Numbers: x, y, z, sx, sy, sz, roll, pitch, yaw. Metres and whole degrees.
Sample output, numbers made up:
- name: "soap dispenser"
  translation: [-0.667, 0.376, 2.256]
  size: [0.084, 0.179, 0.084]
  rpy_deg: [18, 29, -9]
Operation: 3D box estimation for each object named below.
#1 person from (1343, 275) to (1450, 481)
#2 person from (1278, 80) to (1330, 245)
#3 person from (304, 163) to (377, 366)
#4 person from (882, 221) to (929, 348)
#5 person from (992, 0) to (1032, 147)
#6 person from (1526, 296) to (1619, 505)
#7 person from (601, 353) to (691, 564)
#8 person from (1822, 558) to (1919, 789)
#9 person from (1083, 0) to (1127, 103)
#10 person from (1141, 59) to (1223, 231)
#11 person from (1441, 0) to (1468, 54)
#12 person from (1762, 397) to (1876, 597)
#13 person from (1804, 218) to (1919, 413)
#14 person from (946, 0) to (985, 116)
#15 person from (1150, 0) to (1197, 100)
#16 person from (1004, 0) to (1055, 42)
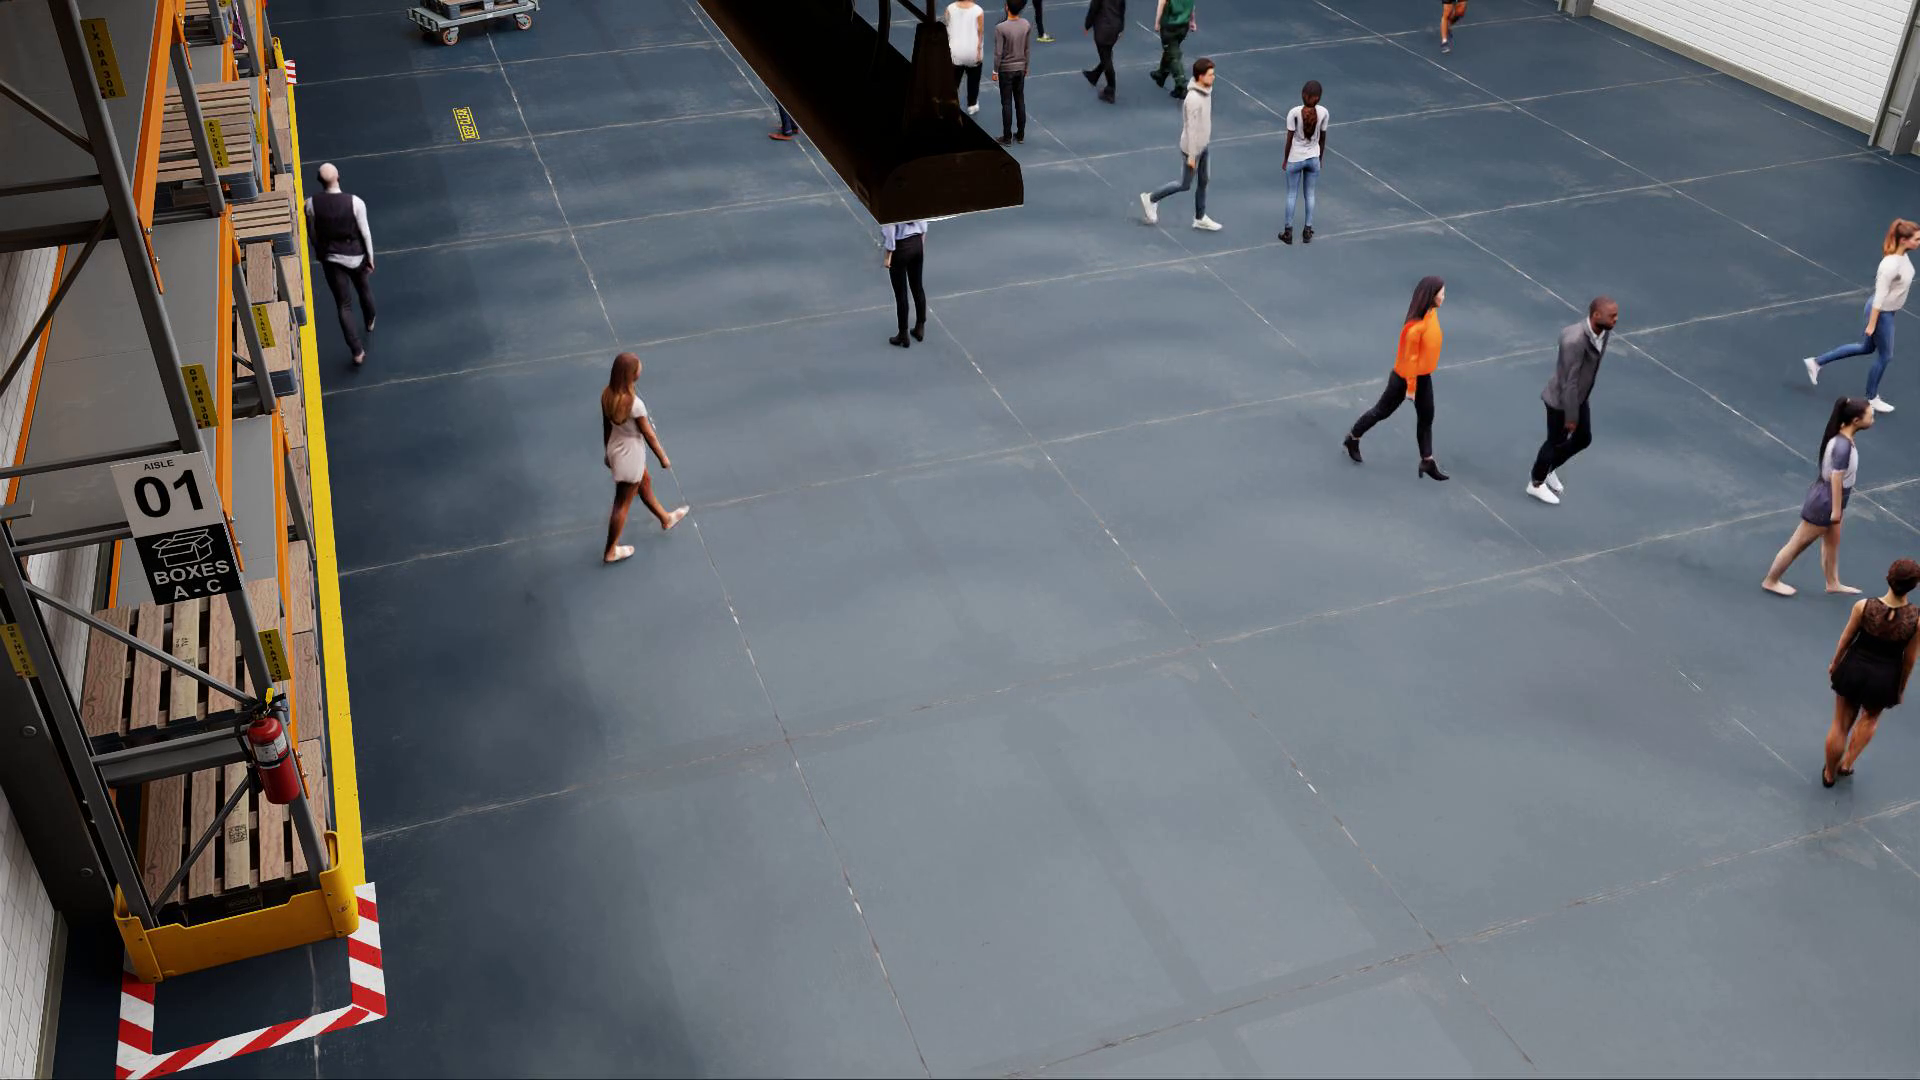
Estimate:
- name: "person"
  translation: [3.496, -1.294, 13.285]
  size: [1.220, 1.698, 1.020]
  rpy_deg: [25, 41, 32]
- name: "person"
  translation: [3.557, -3.915, 17.208]
  size: [0.630, 1.720, 0.598]
  rpy_deg: [-4, 34, -6]
- name: "person"
  translation: [-5.541, -2.441, 14.947]
  size: [0.698, 1.769, 1.202]
  rpy_deg: [-10, 35, -15]
- name: "person"
  translation: [-0.489, -2.608, 15.219]
  size: [0.720, 1.744, 0.695]
  rpy_deg: [-27, 42, -34]
- name: "person"
  translation: [0.616, -5.542, 19.611]
  size: [0.671, 1.769, 0.578]
  rpy_deg: [-16, 37, -22]
- name: "person"
  translation: [4.630, -1.119, 12.937]
  size: [0.817, 1.791, 0.789]
  rpy_deg: [-26, 42, -34]
- name: "person"
  translation: [-2.517, -0.552, 12.210]
  size: [0.881, 1.651, 1.051]
  rpy_deg: [-26, 41, -33]
- name: "person"
  translation: [5.495, 0.862, 10.068]
  size: [0.700, 1.667, 0.765]
  rpy_deg: [17, 37, 24]
- name: "person"
  translation: [1.896, -6.394, 20.917]
  size: [0.805, 1.743, 1.104]
  rpy_deg: [-22, 39, -29]
- name: "person"
  translation: [2.366, -4.132, 17.435]
  size: [1.182, 1.829, 1.144]
  rpy_deg: [13, 36, 18]
- name: "person"
  translation: [6.702, -7.564, 22.662]
  size: [0.759, 1.759, 0.815]
  rpy_deg: [-2, 34, -3]
- name: "person"
  translation: [6.060, -0.292, 11.839]
  size: [0.984, 1.629, 0.909]
  rpy_deg: [16, 37, 23]
- name: "person"
  translation: [7.806, -1.943, 14.262]
  size: [1.131, 1.696, 0.985]
  rpy_deg: [22, 39, 29]
- name: "person"
  translation: [0.046, -5.973, 20.351]
  size: [1.005, 1.668, 1.071]
  rpy_deg: [13, 36, 19]
- name: "person"
  translation: [2.739, -6.446, 20.945]
  size: [0.804, 1.797, 1.193]
  rpy_deg: [-19, 38, -26]
- name: "person"
  translation: [0.861, -7.667, 23.034]
  size: [1.031, 1.519, 1.014]
  rpy_deg: [11, 35, 16]
